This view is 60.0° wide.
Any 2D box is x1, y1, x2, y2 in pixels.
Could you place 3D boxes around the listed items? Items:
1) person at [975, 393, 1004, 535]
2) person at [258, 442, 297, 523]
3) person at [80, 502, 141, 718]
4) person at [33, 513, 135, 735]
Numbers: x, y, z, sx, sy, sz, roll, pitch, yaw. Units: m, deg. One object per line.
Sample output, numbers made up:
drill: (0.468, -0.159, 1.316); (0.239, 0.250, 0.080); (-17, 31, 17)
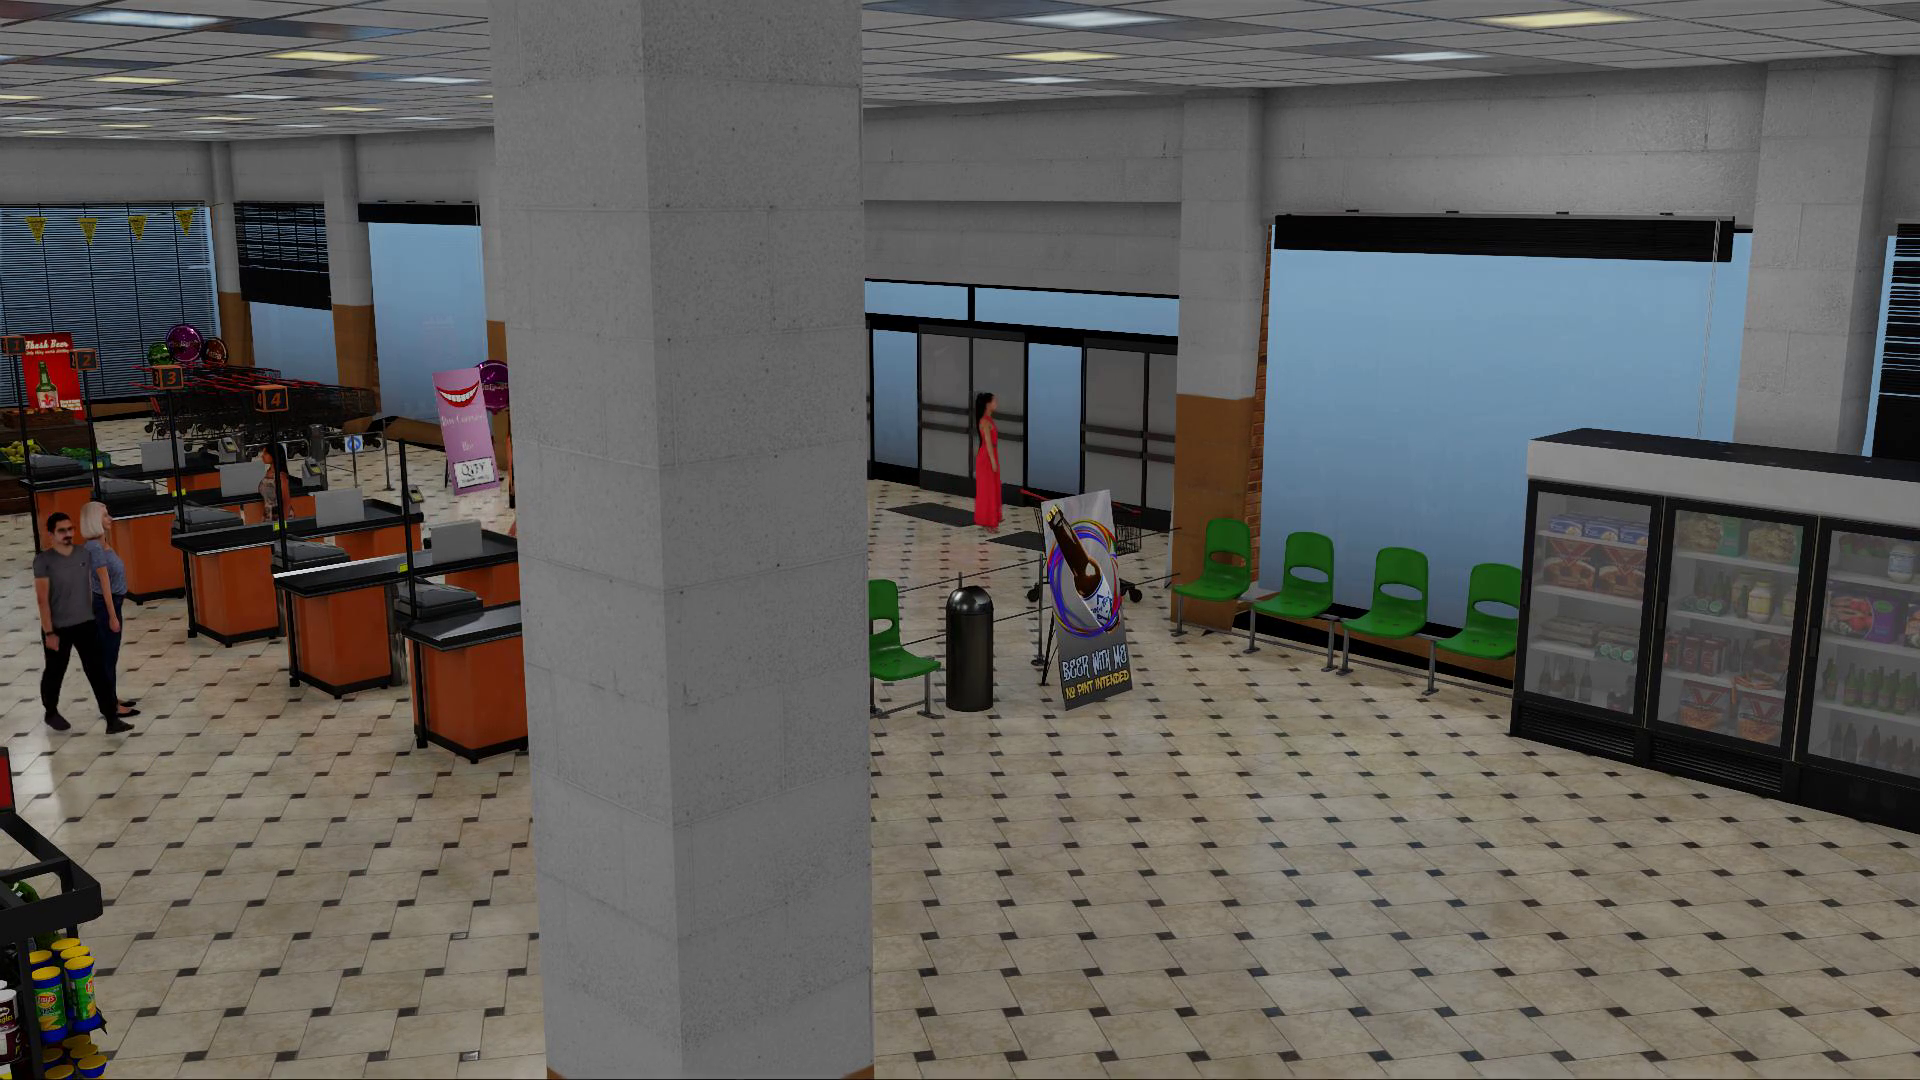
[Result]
person: (0.301, -0.932, 20.201); (0.788, 1.722, 0.714); (1, 12, 4)
person: (-6.888, -0.185, 16.837); (0.510, 1.645, 0.644); (-11, 16, -43)
person: (-6.784, 0.542, 13.199); (0.587, 1.723, 0.633); (-7, 14, -30)
person: (-6.829, 0.663, 12.660); (0.909, 1.707, 1.164); (7, 14, 30)
